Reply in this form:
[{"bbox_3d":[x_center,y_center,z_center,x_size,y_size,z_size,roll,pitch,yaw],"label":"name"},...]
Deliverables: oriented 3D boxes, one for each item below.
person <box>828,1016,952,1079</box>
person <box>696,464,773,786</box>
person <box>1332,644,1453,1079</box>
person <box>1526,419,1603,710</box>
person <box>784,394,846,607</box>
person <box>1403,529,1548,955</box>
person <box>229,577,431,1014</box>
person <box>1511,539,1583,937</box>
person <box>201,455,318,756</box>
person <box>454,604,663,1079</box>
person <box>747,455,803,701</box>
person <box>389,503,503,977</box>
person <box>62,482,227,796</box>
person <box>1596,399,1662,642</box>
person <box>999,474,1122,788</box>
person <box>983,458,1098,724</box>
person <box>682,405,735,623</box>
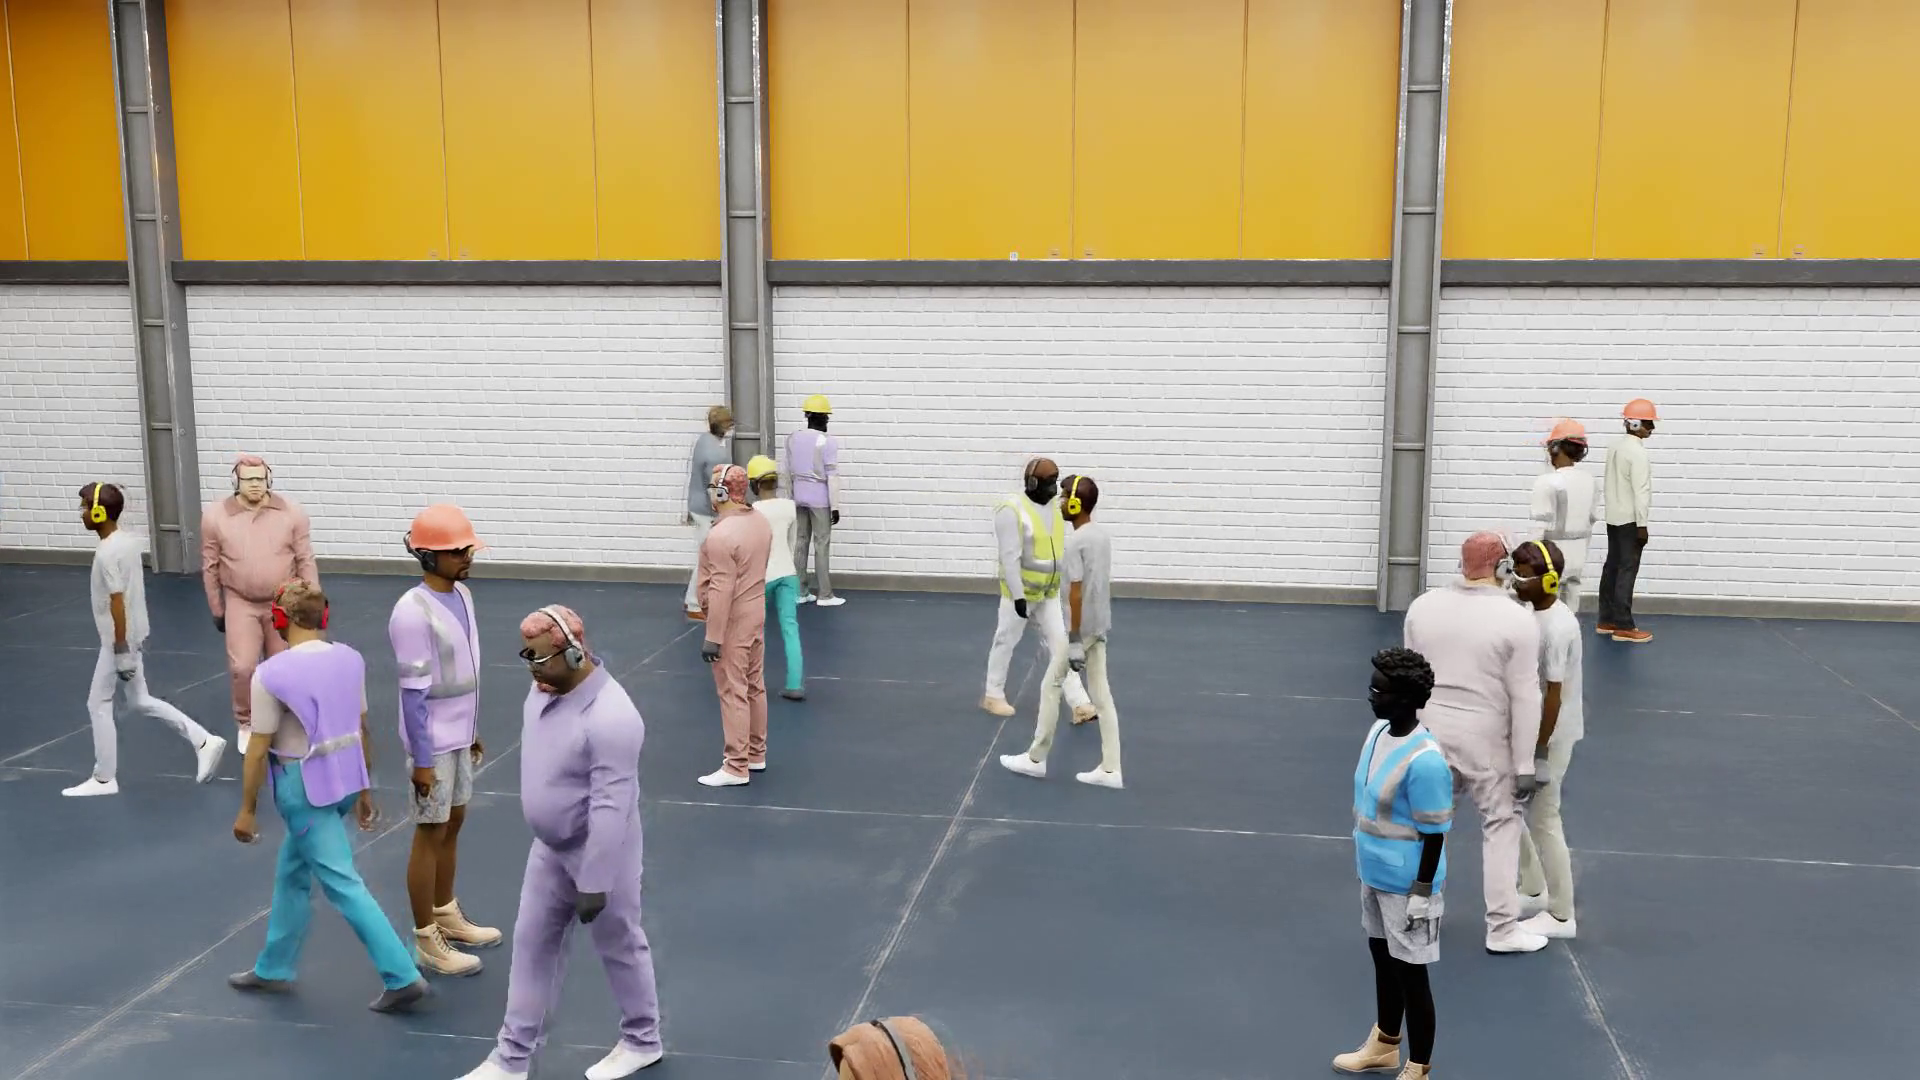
[{"bbox_3d":[-0.058,1.701,3.263,0.432,1.623,0.535,-6,11,-32],"label":"person"},{"bbox_3d":[-1.354,0.499,9.834,0.409,1.908,0.639,3,10,17],"label":"person"},{"bbox_3d":[1.581,1.218,6.044,0.316,1.695,0.542,-1,9,-9],"label":"person"},{"bbox_3d":[4.108,0.201,11.399,0.647,2.009,0.419,-6,11,-33],"label":"person"},{"bbox_3d":[-1.318,-0.356,15.048,0.589,1.924,0.384,7,11,35],"label":"person"},{"bbox_3d":[2.288,0.898,7.457,0.784,1.884,0.409,9,13,42],"label":"person"},{"bbox_3d":[-2.604,1.048,6.823,0.973,1.794,0.563,2,9,13],"label":"person"},{"bbox_3d":[2.600,0.903,7.536,0.496,1.839,0.591,2,9,11],"label":"person"},{"bbox_3d":[-4.359,0.411,10.425,0.650,1.889,0.506,-5,10,-28],"label":"person"},{"bbox_3d":[-1.471,1.146,6.024,0.898,1.853,0.710,-8,12,-42],"label":"person"},{"bbox_3d":[-1.410,0.259,11.859,0.525,1.725,0.889,-8,12,-41],"label":"person"},{"bbox_3d":[-2.224,0.850,7.244,0.396,2.044,0.609,1,9,4],"label":"person"},{"bbox_3d":[-4.770,0.571,9.619,0.823,1.845,0.515,-2,9,-11],"label":"person"},{"bbox_3d":[5.508,-0.168,13.682,0.389,1.989,0.623,0,9,-3],"label":"person"},{"bbox_3d":[0.615,0.529,9.838,0.868,1.837,0.565,6,11,32],"label":"person"},{"bbox_3d":[0.517,0.347,11.135,0.644,1.789,0.976,-8,12,-40],"label":"person"},{"bbox_3d":[-2.150,-0.218,14.281,0.497,1.896,0.653,-2,10,-15],"label":"person"}]
